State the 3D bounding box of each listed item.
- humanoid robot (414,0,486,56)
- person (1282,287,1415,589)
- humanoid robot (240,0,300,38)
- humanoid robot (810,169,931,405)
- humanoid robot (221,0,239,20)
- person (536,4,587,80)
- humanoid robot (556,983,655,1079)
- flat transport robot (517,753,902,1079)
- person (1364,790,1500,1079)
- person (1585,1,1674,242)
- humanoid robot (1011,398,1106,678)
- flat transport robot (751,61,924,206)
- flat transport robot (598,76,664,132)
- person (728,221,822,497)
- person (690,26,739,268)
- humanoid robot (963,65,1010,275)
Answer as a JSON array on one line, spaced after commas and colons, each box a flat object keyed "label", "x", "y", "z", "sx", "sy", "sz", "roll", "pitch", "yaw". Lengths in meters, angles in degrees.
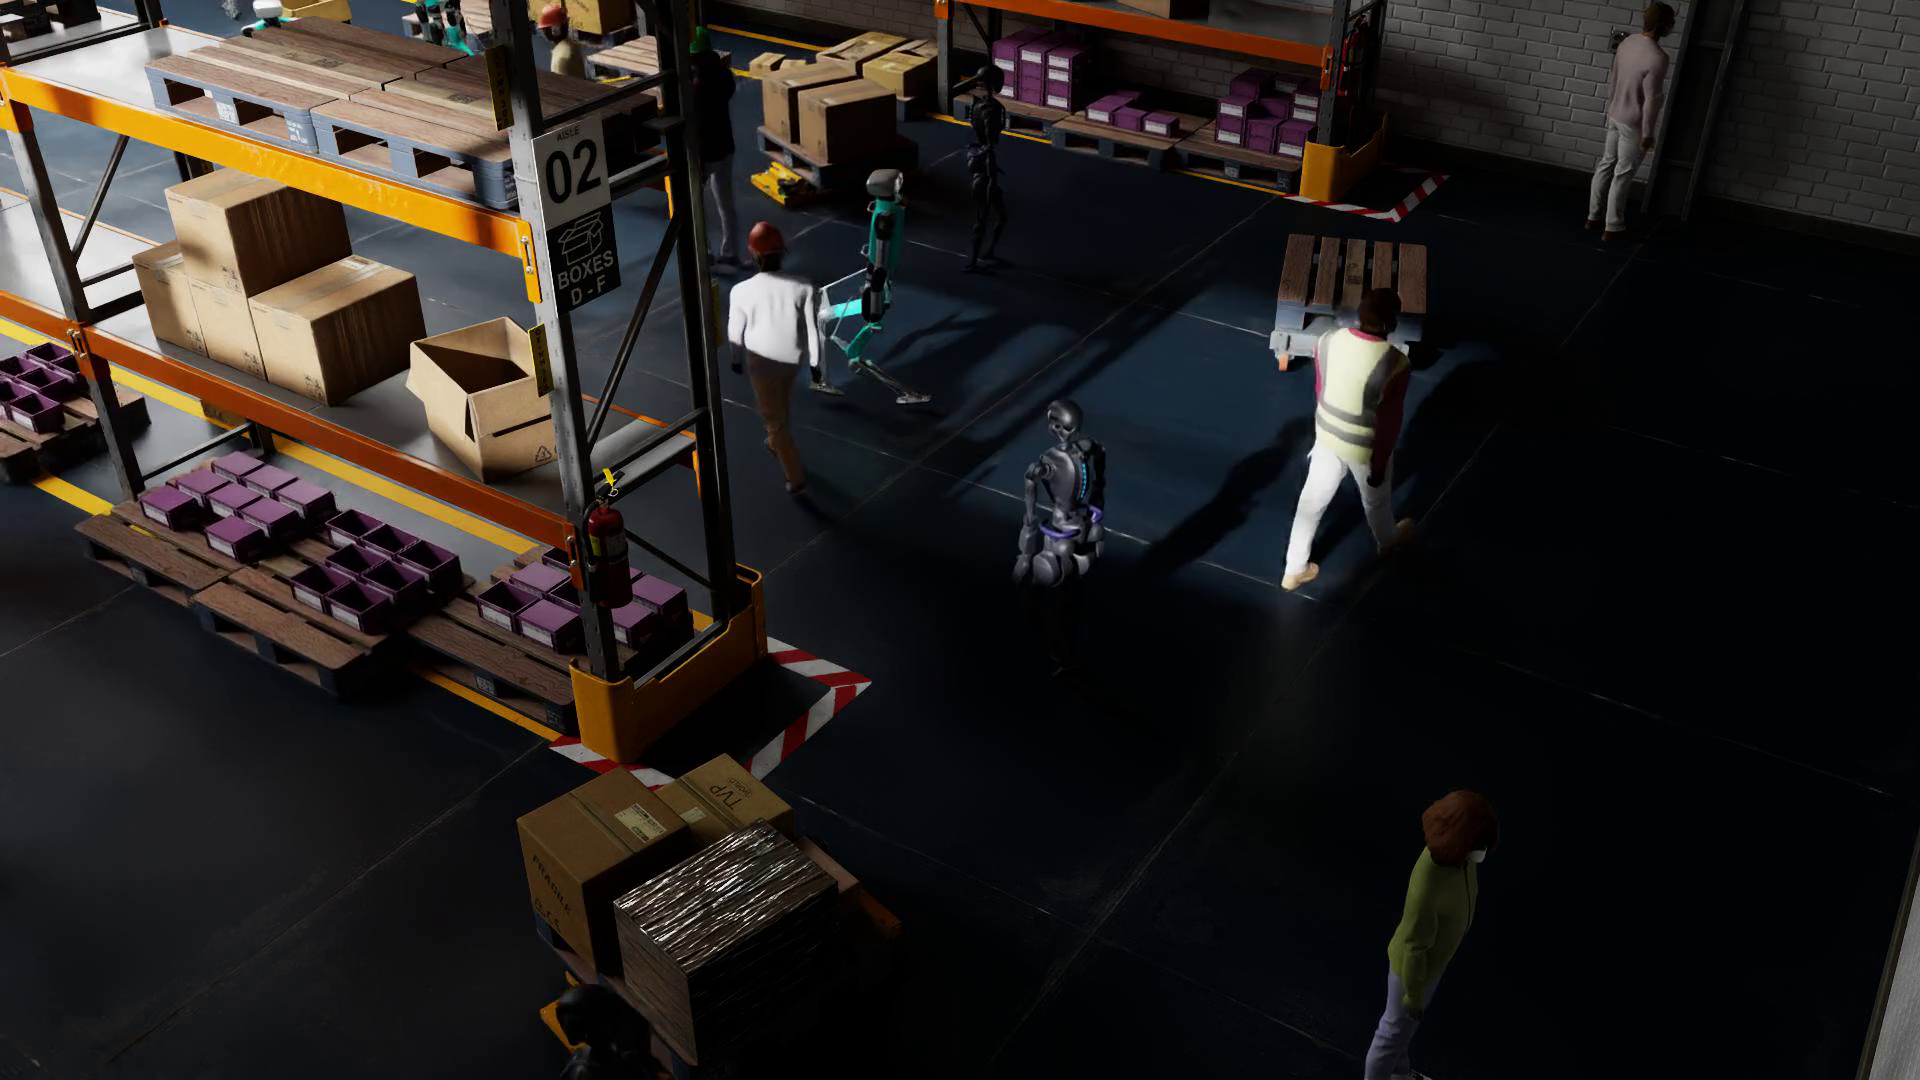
[{"label": "humanoid robot", "x": -4.812, "y": -4.801, "z": 15.949, "sx": 0.687, "sy": 1.832, "sz": 0.553, "roll": 16, "pitch": 36, "yaw": 23}, {"label": "person", "x": 2.257, "y": -0.591, "z": 9.393, "sx": 0.987, "sy": 1.782, "sz": 0.632, "roll": -26, "pitch": 41, "yaw": -34}, {"label": "humanoid robot", "x": -5.645, "y": -3.672, "z": 14.190, "sx": 0.549, "sy": 1.737, "sz": 1.038, "roll": -20, "pitch": 38, "yaw": -27}, {"label": "humanoid robot", "x": -0.719, "y": -1.622, "z": 11.052, "sx": 1.051, "sy": 1.747, "sz": 0.553, "roll": 3, "pitch": 33, "yaw": 5}, {"label": "humanoid robot", "x": -8.594, "y": -6.879, "z": 19.186, "sx": 0.550, "sy": 1.874, "sz": 0.827, "roll": -27, "pitch": 42, "yaw": -35}, {"label": "person", "x": -3.312, "y": -3.683, "z": 14.187, "sx": 0.434, "sy": 1.728, "sz": 0.575, "roll": -3, "pitch": 33, "yaw": -5}, {"label": "humanoid robot", "x": -1.093, "y": 2.069, "z": 5.400, "sx": 0.324, "sy": 1.652, "sz": 0.585, "roll": 7, "pitch": 34, "yaw": 11}, {"label": "flat transport robot", "x": -0.999, "y": 1.806, "z": 7.097, "sx": 1.431, "sy": 0.231, "sz": 0.659, "roll": -26, "pitch": 41, "yaw": -34}, {"label": "person", "x": 1.748, "y": 1.570, "z": 6.206, "sx": 0.284, "sy": 1.632, "sz": 0.498, "roll": 19, "pitch": 38, "yaw": 27}, {"label": "person", "x": 5.489, "y": -3.413, "z": 13.590, "sx": 0.379, "sy": 1.940, "sz": 0.627, "roll": -5, "pitch": 33, "yaw": -8}, {"label": "humanoid robot", "x": 0.549, "y": 0.011, "z": 8.561, "sx": 0.588, "sy": 1.641, "sz": 0.358, "roll": -25, "pitch": 41, "yaw": -33}, {"label": "flat transport robot", "x": -1.104, "y": -3.334, "z": 14.997, "sx": 1.431, "sy": 0.231, "sz": 0.659, "roll": -19, "pitch": 38, "yaw": -27}, {"label": "flat transport robot", "x": -3.260, "y": -4.324, "z": 16.519, "sx": 0.659, "sy": 0.231, "sz": 1.431, "roll": -22, "pitch": 39, "yaw": -30}, {"label": "person", "x": -1.122, "y": -1.124, "z": 10.274, "sx": 0.538, "sy": 1.708, "sz": 0.830, "roll": -20, "pitch": 38, "yaw": -28}, {"label": "person", "x": -2.005, "y": -3.062, "z": 13.051, "sx": 0.574, "sy": 1.933, "sz": 0.506, "roll": 20, "pitch": 38, "yaw": 28}, {"label": "humanoid robot", "x": 0.219, "y": -2.894, "z": 13.029, "sx": 0.391, "sy": 1.643, "sz": 0.589, "roll": -2, "pitch": 33, "yaw": -3}]
